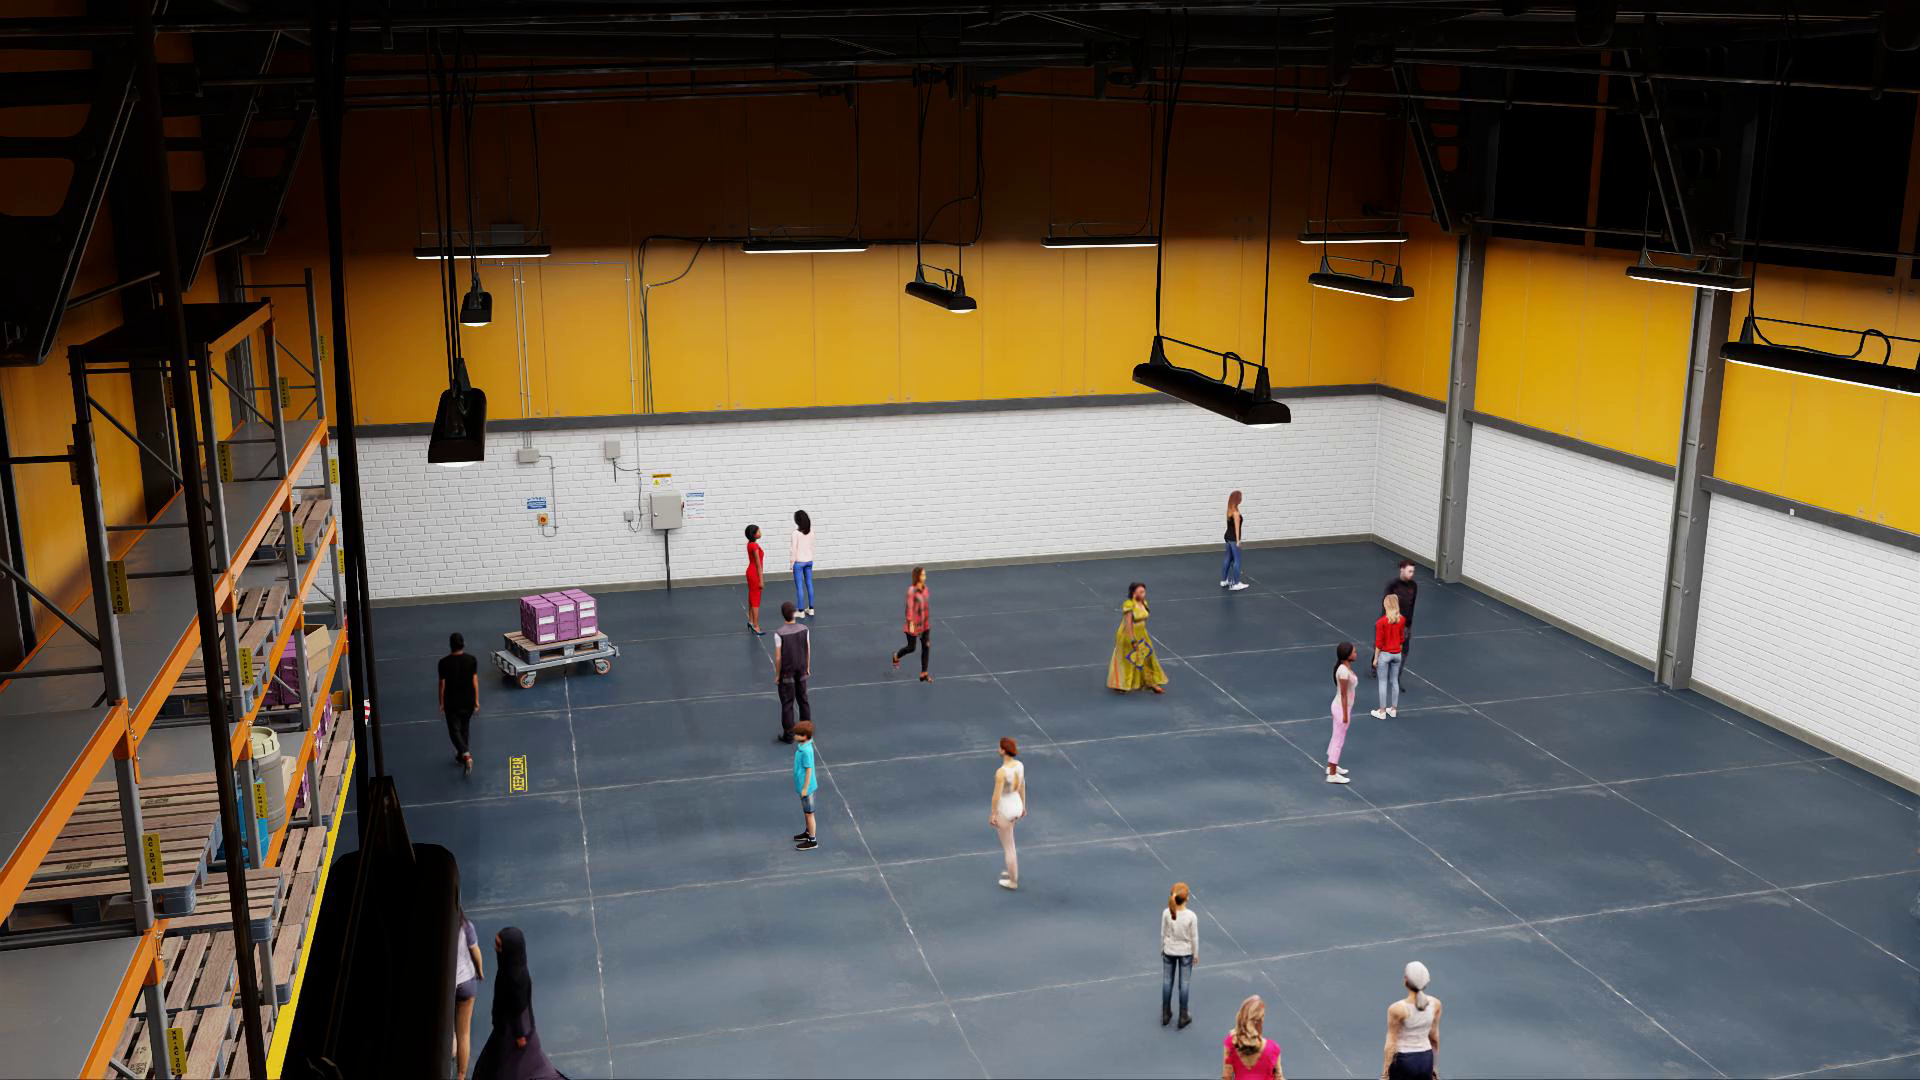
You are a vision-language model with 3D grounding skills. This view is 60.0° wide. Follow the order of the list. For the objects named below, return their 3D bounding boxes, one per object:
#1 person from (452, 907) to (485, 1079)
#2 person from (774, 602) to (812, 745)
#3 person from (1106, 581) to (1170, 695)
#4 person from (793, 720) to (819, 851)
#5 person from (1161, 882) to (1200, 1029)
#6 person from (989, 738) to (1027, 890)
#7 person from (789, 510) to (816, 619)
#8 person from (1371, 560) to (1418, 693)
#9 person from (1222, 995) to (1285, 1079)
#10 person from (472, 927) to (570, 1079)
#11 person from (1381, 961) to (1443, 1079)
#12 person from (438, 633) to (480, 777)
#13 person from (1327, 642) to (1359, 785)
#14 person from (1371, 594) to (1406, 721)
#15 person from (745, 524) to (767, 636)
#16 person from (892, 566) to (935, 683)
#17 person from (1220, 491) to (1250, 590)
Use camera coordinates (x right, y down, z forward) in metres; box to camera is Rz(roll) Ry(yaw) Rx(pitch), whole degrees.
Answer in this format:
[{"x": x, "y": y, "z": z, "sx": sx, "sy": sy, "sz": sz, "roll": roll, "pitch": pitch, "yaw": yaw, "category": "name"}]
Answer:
[{"x": -4.100, "y": 3.679, "z": 13.509, "sx": 0.654, "sy": 1.684, "sz": 1.120, "roll": -3, "pitch": 14, "yaw": -11, "category": "person"}, {"x": -2.145, "y": 1.692, "z": 21.366, "sx": 0.702, "sy": 1.849, "sz": 0.664, "roll": -8, "pitch": 16, "yaw": -31, "category": "person"}, {"x": 2.343, "y": 1.363, "z": 23.194, "sx": 1.259, "sy": 1.628, "sz": 1.139, "roll": 12, "pitch": 18, "yaw": 41, "category": "person"}, {"x": -1.678, "y": 2.658, "z": 18.225, "sx": 0.593, "sy": 1.449, "sz": 0.440, "roll": -2, "pitch": 14, "yaw": -10, "category": "person"}, {"x": 1.903, "y": 3.621, "z": 14.539, "sx": 0.571, "sy": 1.312, "sz": 0.621, "roll": 5, "pitch": 15, "yaw": 22, "category": "person"}, {"x": 0.570, "y": 2.830, "z": 17.122, "sx": 0.735, "sy": 1.634, "sz": 0.692, "roll": 11, "pitch": 17, "yaw": 38, "category": "person"}, {"x": -2.547, "y": 0.376, "z": 26.977, "sx": 0.722, "sy": 1.766, "sz": 0.710, "roll": -12, "pitch": 18, "yaw": -41, "category": "person"}, {"x": 6.104, "y": 1.180, "z": 23.401, "sx": 0.685, "sy": 1.887, "sz": 0.891, "roll": -3, "pitch": 14, "yaw": -11, "category": "person"}, {"x": 2.031, "y": 4.099, "z": 11.781, "sx": 1.045, "sy": 1.681, "sz": 1.051, "roll": 9, "pitch": 16, "yaw": 34, "category": "person"}, {"x": -3.466, "y": 3.798, "z": 13.162, "sx": 0.714, "sy": 1.617, "sz": 1.022, "roll": -5, "pitch": 14, "yaw": -18, "category": "person"}, {"x": 3.391, "y": 3.963, "z": 12.323, "sx": 0.616, "sy": 1.690, "sz": 0.847, "roll": -4, "pitch": 14, "yaw": -18, "category": "person"}, {"x": -6.100, "y": 2.010, "z": 20.295, "sx": 0.862, "sy": 1.734, "sz": 1.137, "roll": -9, "pitch": 16, "yaw": -32, "category": "person"}, {"x": 4.603, "y": 2.060, "z": 20.079, "sx": 0.695, "sy": 1.739, "sz": 0.580, "roll": 2, "pitch": 14, "yaw": 9, "category": "person"}, {"x": 5.735, "y": 1.554, "z": 22.241, "sx": 0.647, "sy": 1.704, "sz": 0.543, "roll": -6, "pitch": 15, "yaw": -22, "category": "person"}, {"x": -3.221, "y": 0.607, "z": 26.071, "sx": 0.642, "sy": 1.743, "sz": 0.456, "roll": -5, "pitch": 14, "yaw": -20, "category": "person"}, {"x": -0.670, "y": 1.205, "z": 23.734, "sx": 1.065, "sy": 1.680, "sz": 0.927, "roll": 11, "pitch": 18, "yaw": 39, "category": "person"}, {"x": 4.696, "y": -0.019, "z": 28.695, "sx": 0.635, "sy": 1.724, "sz": 0.574, "roll": -3, "pitch": 14, "yaw": -14, "category": "person"}]
